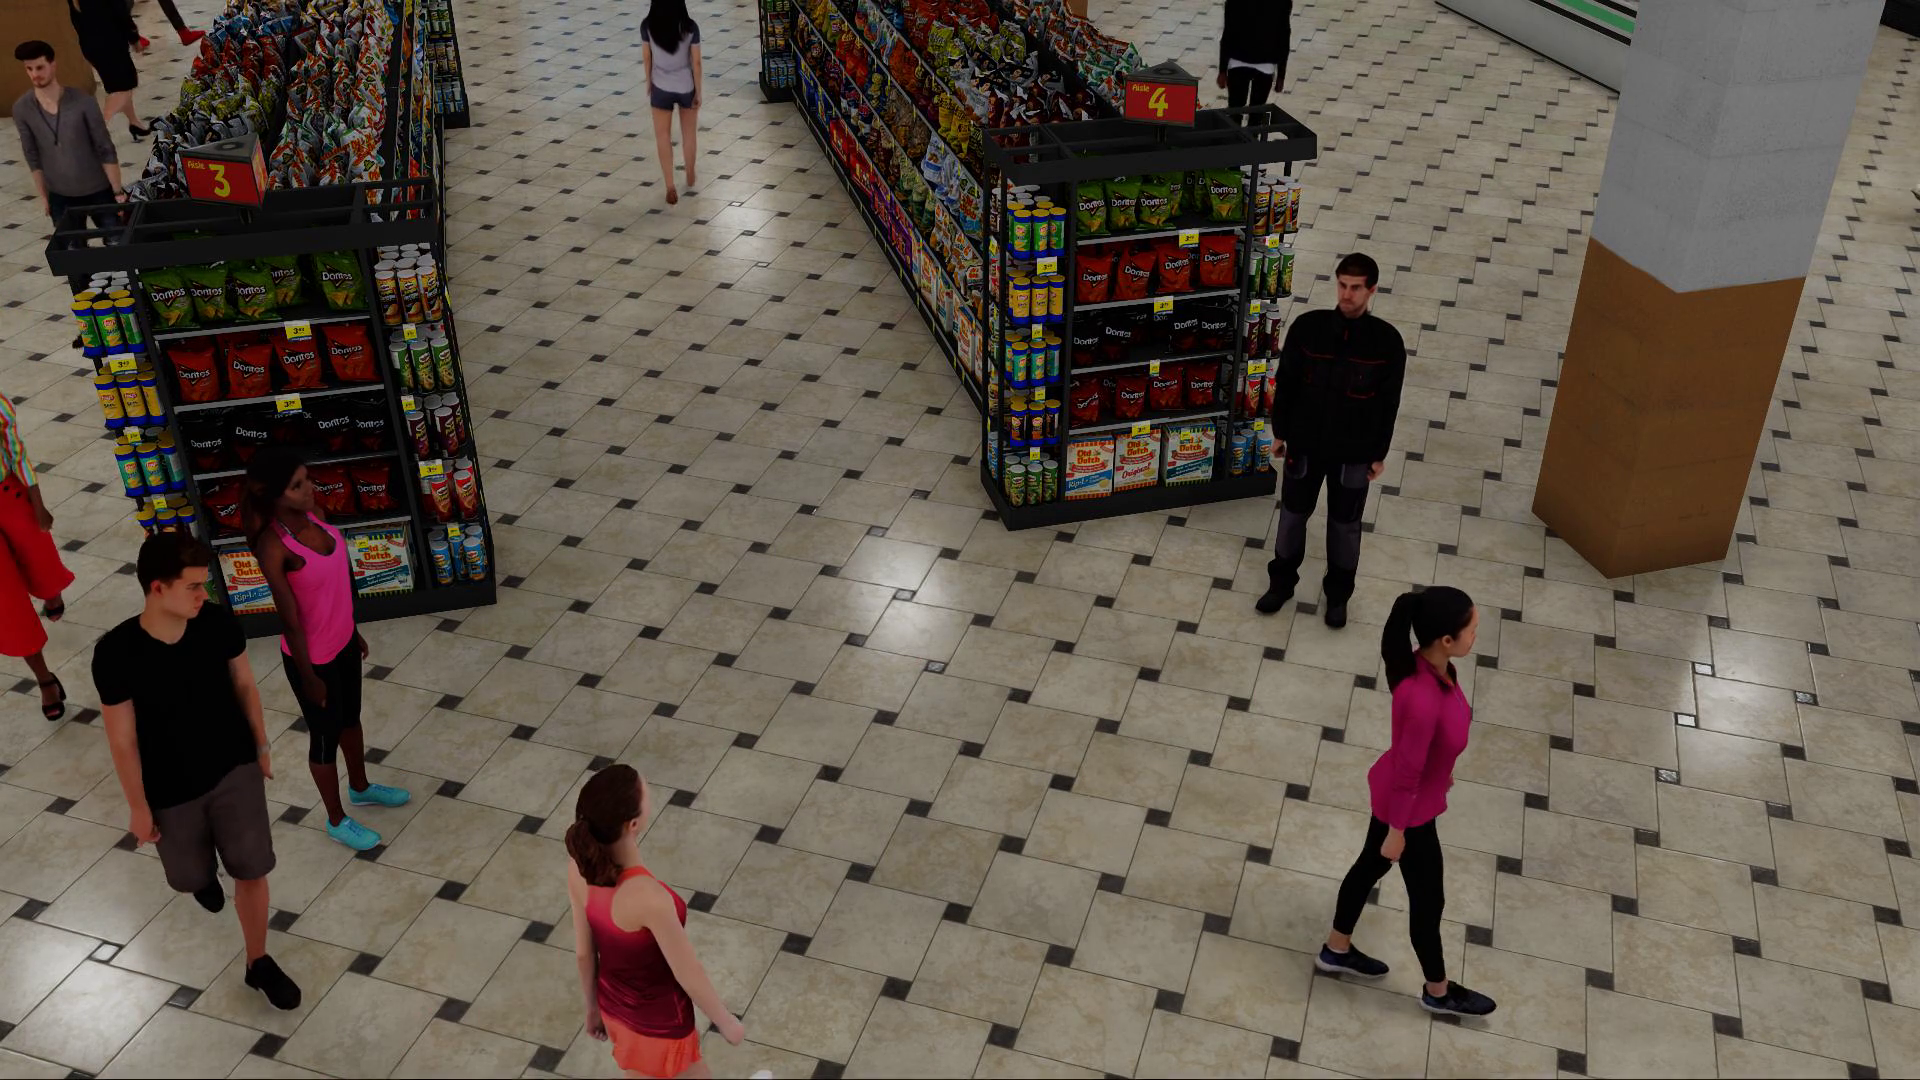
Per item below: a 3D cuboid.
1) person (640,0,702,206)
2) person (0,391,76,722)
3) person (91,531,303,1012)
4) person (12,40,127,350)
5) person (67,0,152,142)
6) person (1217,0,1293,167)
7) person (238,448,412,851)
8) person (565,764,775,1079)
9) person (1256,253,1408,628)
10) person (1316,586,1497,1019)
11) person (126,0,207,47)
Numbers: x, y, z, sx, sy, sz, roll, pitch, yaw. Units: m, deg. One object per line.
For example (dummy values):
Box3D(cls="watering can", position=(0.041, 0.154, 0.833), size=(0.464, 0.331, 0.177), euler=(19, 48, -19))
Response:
Box3D(cls="person", position=(-2.167, -3.361, 12.500), size=(0.666, 1.677, 1.076), euler=(-4, 32, -7))
Box3D(cls="person", position=(-4.146, -0.115, 7.201), size=(0.724, 1.763, 1.147), euler=(-14, 35, -21))
Box3D(cls="person", position=(-2.648, 0.767, 5.728), size=(0.965, 1.822, 1.180), euler=(-23, 38, -32))
Box3D(cls="person", position=(-5.494, -2.204, 10.459), size=(0.710, 1.868, 1.112), euler=(-8, 33, -13))
Box3D(cls="person", position=(-6.992, -3.994, 13.541), size=(0.997, 1.650, 1.105), euler=(11, 33, 17))
Box3D(cls="person", position=(2.253, -3.696, 12.921), size=(0.759, 1.800, 0.763), euler=(-1, 32, -1))
Box3D(cls="person", position=(-2.459, 0.412, 6.392), size=(0.702, 1.723, 0.614), euler=(6, 32, 9))
Box3D(cls="person", position=(-0.954, 1.433, 4.766), size=(1.140, 1.707, 1.077), euler=(23, 39, 32))
Box3D(cls="person", position=(1.715, -0.453, 7.674), size=(0.793, 1.838, 0.809), euler=(12, 34, 19))
Box3D(cls="person", position=(1.439, 0.877, 5.679), size=(0.901, 1.686, 0.910), euler=(8, 33, 13))
Box3D(cls="person", position=(-8.051, -5.615, 16.042), size=(1.161, 1.761, 1.223), euler=(10, 33, 16))
